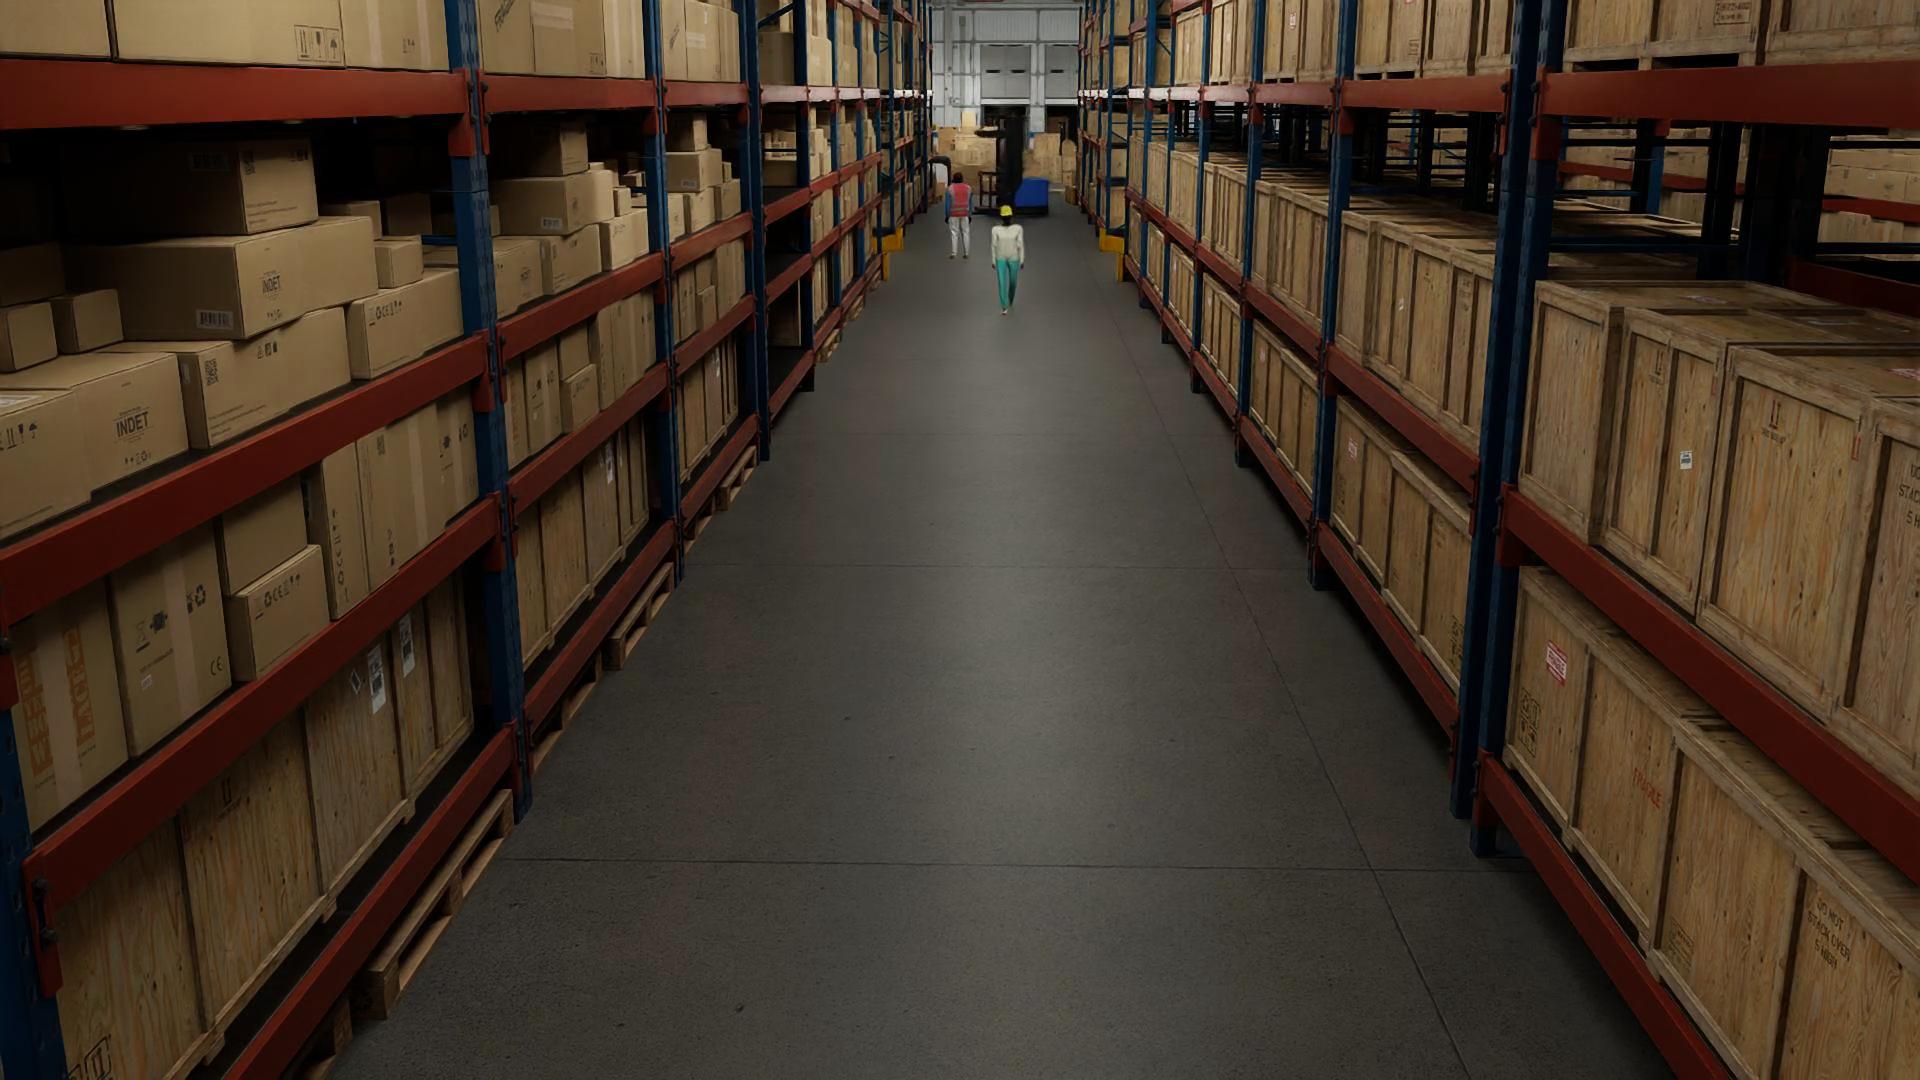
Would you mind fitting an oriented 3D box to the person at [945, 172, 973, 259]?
[{"bbox_3d":[-0.036,-6.919,35.513,0.624,1.841,0.430,-5,16,-18],"label":"person"}]

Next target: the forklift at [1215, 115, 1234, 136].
[{"bbox_3d":[7.844,-11.484,50.520,1.129,2.768,1.873,0,15,1],"label":"forklift"}]

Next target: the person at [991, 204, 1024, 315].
[{"bbox_3d":[0.758,-4.532,26.794,0.532,1.744,0.620,0,15,1],"label":"person"}]

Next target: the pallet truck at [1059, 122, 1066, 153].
[{"bbox_3d":[5.788,-21.111,88.014,1.885,1.965,0.823,5,16,18],"label":"pallet truck"}]

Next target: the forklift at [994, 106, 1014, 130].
[{"bbox_3d":[2.198,-20.346,83.492,1.129,2.768,1.873,-7,17,-24],"label":"forklift"}]

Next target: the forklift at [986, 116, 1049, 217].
[{"bbox_3d":[1.536,-10.715,47.657,1.873,2.768,1.129,-4,16,-15],"label":"forklift"}]

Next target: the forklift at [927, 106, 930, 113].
[{"bbox_3d":[-2.001,-20.667,84.687,1.129,2.768,1.873,0,15,2],"label":"forklift"}]
